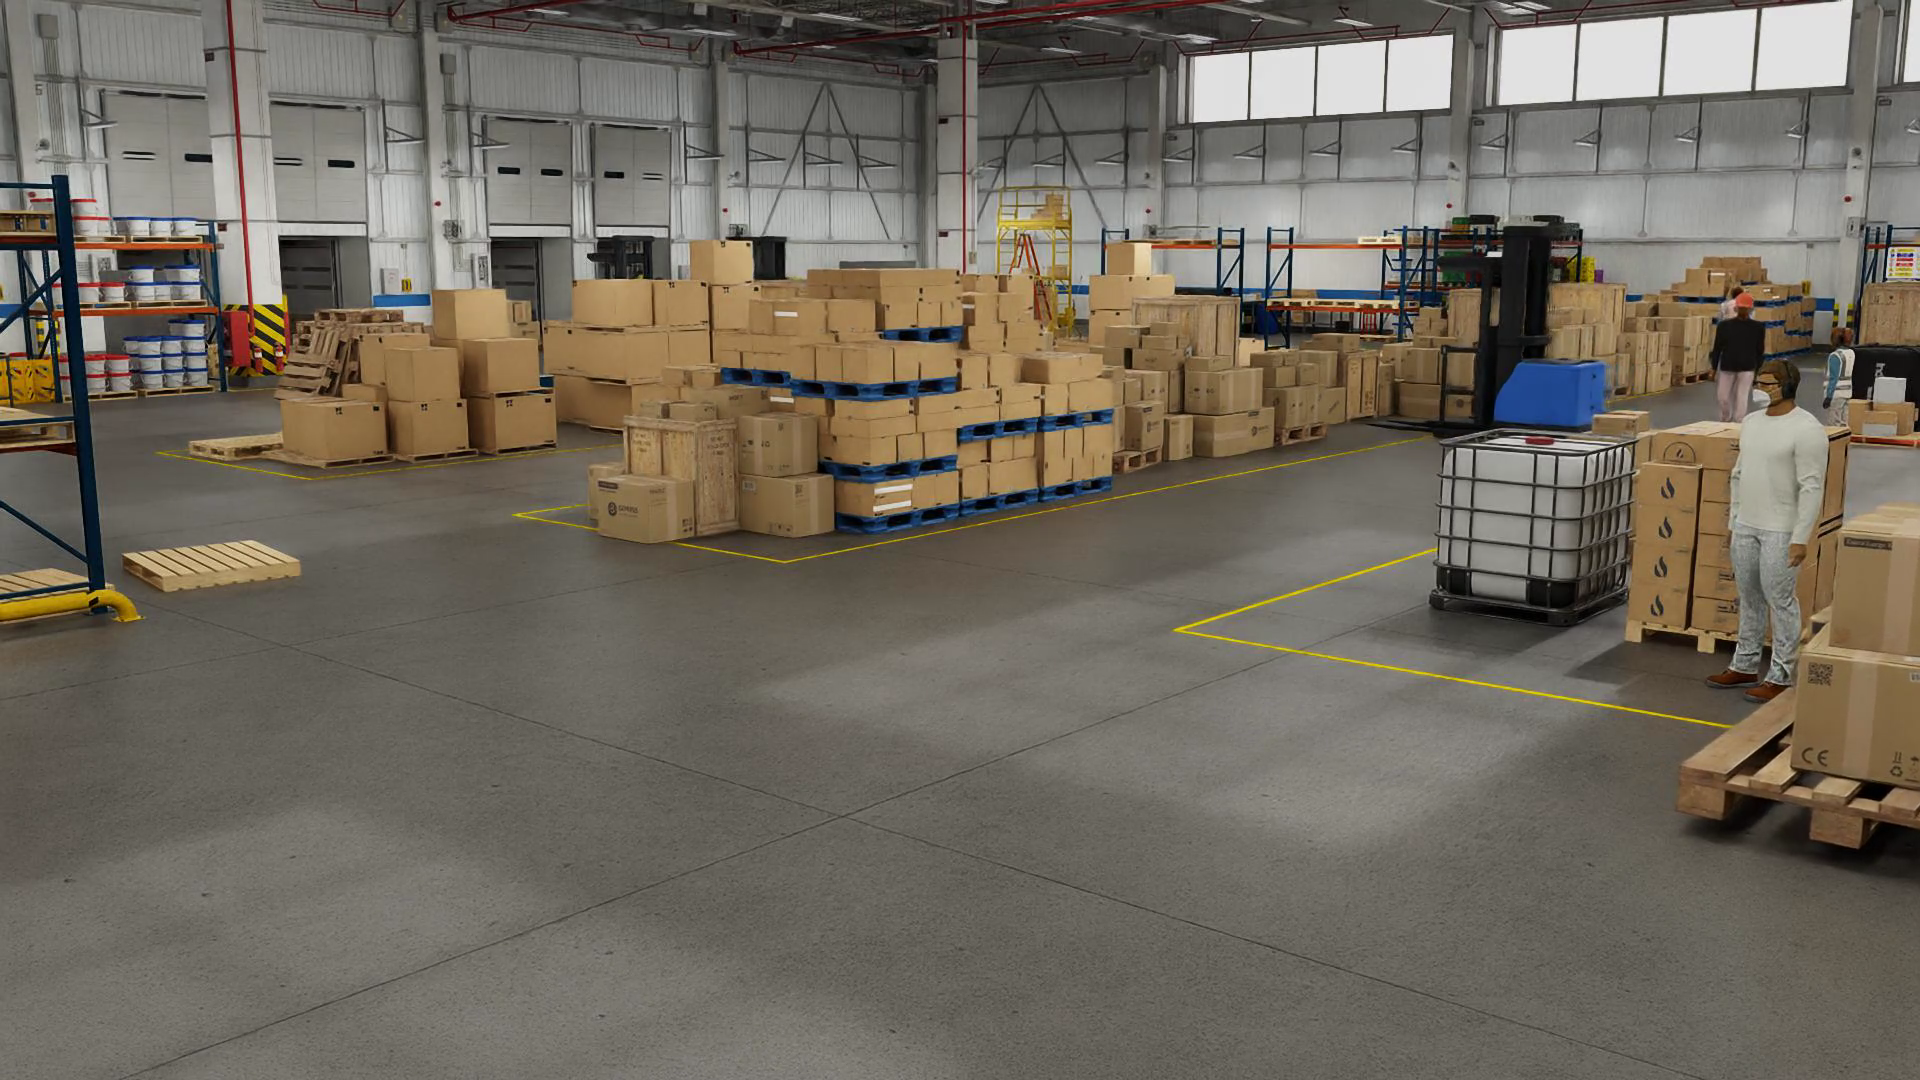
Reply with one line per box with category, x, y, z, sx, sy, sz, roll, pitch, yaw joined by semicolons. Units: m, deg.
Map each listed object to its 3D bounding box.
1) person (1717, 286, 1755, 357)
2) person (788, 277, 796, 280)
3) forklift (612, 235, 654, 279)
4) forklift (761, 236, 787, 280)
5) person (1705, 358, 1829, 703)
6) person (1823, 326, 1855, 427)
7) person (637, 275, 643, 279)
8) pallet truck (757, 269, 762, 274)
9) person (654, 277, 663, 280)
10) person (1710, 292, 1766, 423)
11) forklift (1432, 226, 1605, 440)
person;14.720;-3.894;31.572;0.667;1.821;0.614;3;11;19
person;-3.883;-5.162;38.654;1.007;1.872;0.594;-7;12;-36
forklift;-7.300;-5.450;37.421;1.873;2.768;1.129;8;13;40
forklift;-4.452;-5.910;40.042;1.873;2.768;1.129;2;10;14
person;4.560;-0.056;9.387;0.364;1.939;0.636;-2;10;-13
person;10.203;-1.658;19.345;0.522;1.645;0.306;-9;13;-42
person;-7.507;-5.288;39.290;0.493;1.929;0.620;8;13;38
pallet truck;-4.996;-6.432;45.525;1.885;1.965;0.823;-6;12;-32
person;-6.508;-4.725;36.016;0.636;1.930;0.372;-4;11;-24
person;10.175;-2.250;21.756;0.639;1.980;0.506;5;11;28
forklift;7.354;-2.686;21.684;1.873;2.768;1.129;9;13;40
